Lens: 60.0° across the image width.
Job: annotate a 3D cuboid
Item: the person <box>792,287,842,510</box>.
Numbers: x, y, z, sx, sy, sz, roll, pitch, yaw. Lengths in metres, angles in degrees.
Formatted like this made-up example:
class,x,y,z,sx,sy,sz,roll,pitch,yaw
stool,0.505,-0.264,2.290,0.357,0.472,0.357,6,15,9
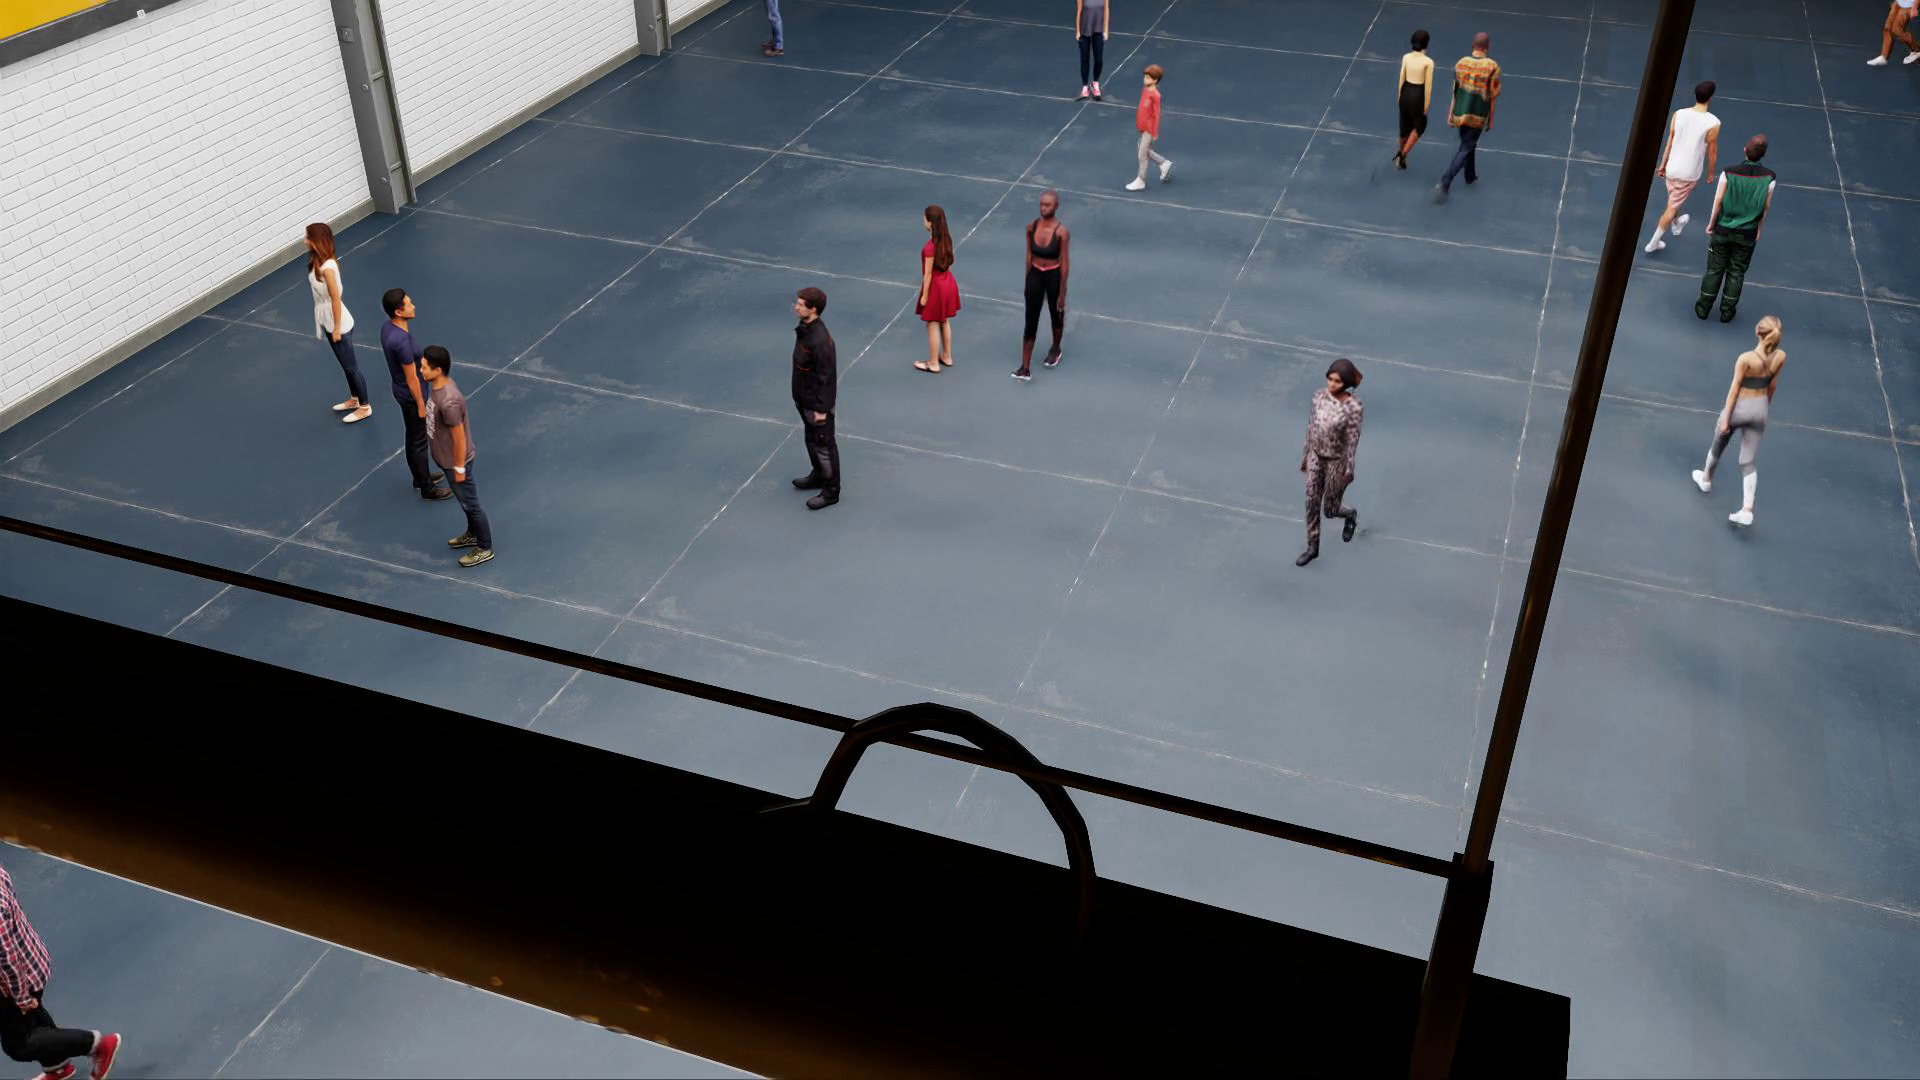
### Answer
class,x,y,z,sx,sy,sz,roll,pitch,yaw
person,-1.121,-1.133,13.029,0.843,1.839,0.768,-13,36,-19

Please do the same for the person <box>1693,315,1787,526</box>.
class,x,y,z,sx,sy,sz,roll,pitch,yaw
person,6.104,-0.898,12.832,0.868,1.665,1.211,-1,34,-1

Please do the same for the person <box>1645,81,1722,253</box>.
class,x,y,z,sx,sy,sz,roll,pitch,yaw
person,7.393,-3.776,17.100,1.211,1.734,0.989,-27,42,-34

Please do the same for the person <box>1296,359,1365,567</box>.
class,x,y,z,sx,sy,sz,roll,pitch,yaw
person,2.789,-0.601,12.348,0.921,1.705,0.790,-26,42,-34

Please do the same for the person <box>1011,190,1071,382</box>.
class,x,y,z,sx,sy,sz,roll,pitch,yaw
person,0.828,-2.320,14.919,0.668,1.724,1.133,14,36,20

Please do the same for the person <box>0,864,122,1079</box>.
class,x,y,z,sx,sy,sz,roll,pitch,yaw
person,-4.631,2.095,8.249,0.967,1.754,0.902,-19,38,-27

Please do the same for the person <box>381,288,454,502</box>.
class,x,y,z,sx,sy,sz,roll,pitch,yaw
person,-4.329,-1.157,13.107,0.746,1.791,0.712,-18,38,-25

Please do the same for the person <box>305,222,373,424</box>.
class,x,y,z,sx,sy,sz,roll,pitch,yaw
person,-5.305,-1.863,14.175,0.707,1.785,0.667,-19,38,-26

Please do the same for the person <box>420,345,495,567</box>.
class,x,y,z,sx,sy,sz,roll,pitch,yaw
person,-3.736,-0.640,12.341,0.758,1.778,0.711,-17,37,-23

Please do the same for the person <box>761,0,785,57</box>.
class,x,y,z,sx,sy,sz,roll,pitch,yaw
person,-2.592,-7.602,22.751,0.780,1.851,0.633,-3,34,-5

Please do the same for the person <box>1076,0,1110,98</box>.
class,x,y,z,sx,sy,sz,roll,pitch,yaw
person,1.669,-6.460,21.167,0.663,1.701,0.733,0,34,0

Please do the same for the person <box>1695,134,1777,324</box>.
class,x,y,z,sx,sy,sz,roll,pitch,yaw
person,7.359,-2.957,15.770,0.644,1.842,0.587,14,36,20

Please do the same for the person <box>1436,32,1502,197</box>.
class,x,y,z,sx,sy,sz,roll,pitch,yaw
person,5.622,-4.661,18.400,1.000,1.770,1.272,29,43,36

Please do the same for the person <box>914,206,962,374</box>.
class,x,y,z,sx,sy,sz,roll,pitch,yaw
person,-0.193,-2.266,14.994,0.669,1.551,0.597,19,38,26

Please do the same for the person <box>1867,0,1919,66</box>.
class,x,y,z,sx,sy,sz,roll,pitch,yaw
person,12.706,-7.188,22.175,0.950,1.799,0.948,1,34,2

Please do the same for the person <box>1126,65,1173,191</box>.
class,x,y,z,sx,sy,sz,roll,pitch,yaw
person,2.172,-4.648,18.712,0.848,1.402,0.835,-10,35,-15

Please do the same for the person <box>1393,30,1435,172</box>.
class,x,y,z,sx,sy,sz,roll,pitch,yaw
person,5.120,-4.971,18.980,0.713,1.643,0.819,27,42,34
